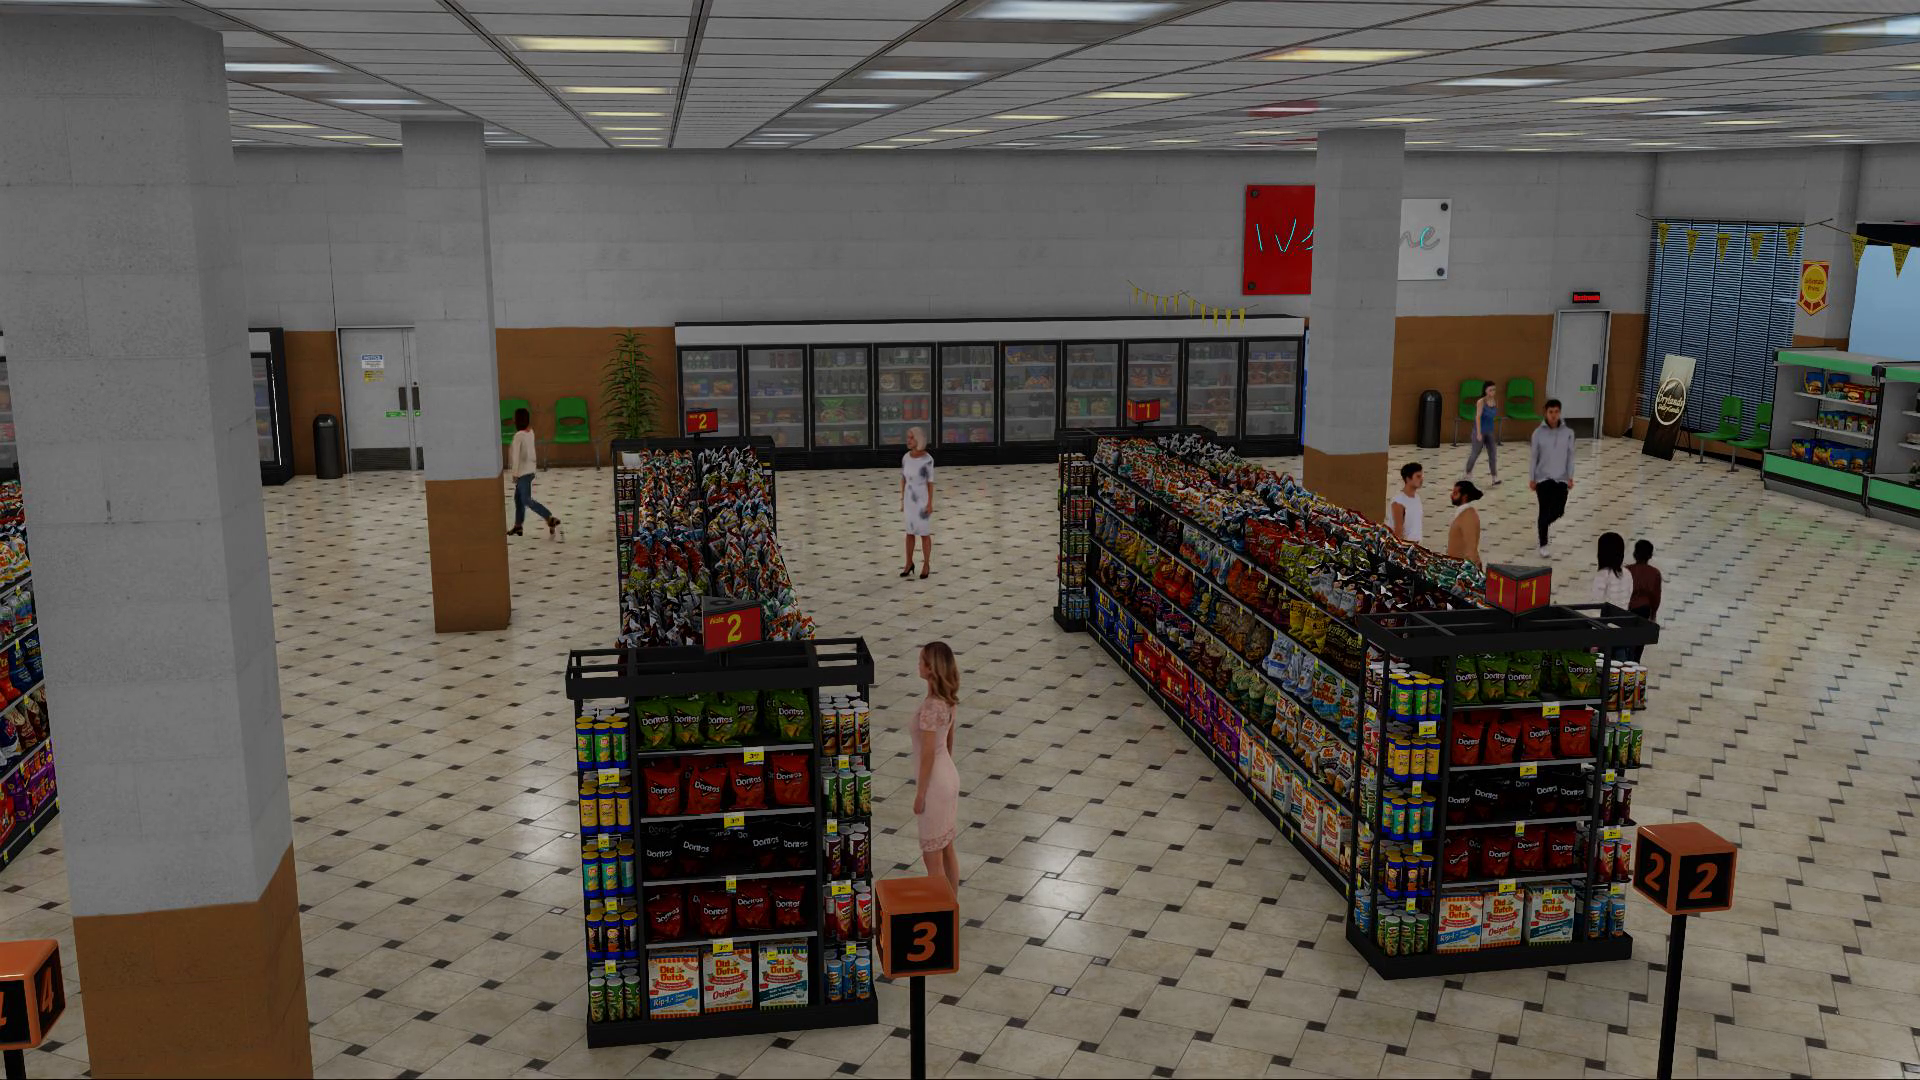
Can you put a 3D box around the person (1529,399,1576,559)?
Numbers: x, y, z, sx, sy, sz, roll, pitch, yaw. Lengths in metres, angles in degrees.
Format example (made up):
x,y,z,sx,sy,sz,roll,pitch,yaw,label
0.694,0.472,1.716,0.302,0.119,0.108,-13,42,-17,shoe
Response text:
x,y,z,sx,sy,sz,roll,pitch,yaw,label
7.123,-0.754,20.117,0.813,1.906,1.070,1,12,3,person

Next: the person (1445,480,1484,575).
x,y,z,sx,sy,sz,roll,pitch,yaw,label
4.762,0.319,15.453,0.948,1.729,0.957,4,12,17,person

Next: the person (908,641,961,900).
x,y,z,sx,sy,sz,roll,pitch,yaw,label
-0.125,1.475,9.715,0.704,1.830,0.601,5,13,22,person

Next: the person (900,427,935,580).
x,y,z,sx,sy,sz,roll,pitch,yaw,label
-0.483,-0.438,18.997,0.645,1.749,0.690,7,14,29,person

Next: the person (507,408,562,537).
x,y,z,sx,sy,sz,roll,pitch,yaw,label
-5.445,-0.829,21.076,0.925,1.657,1.042,2,12,12,person

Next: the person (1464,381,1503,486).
x,y,z,sx,sy,sz,roll,pitch,yaw,label
7.823,-1.604,24.970,0.726,1.571,1.052,-6,13,-27,person

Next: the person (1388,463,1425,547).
x,y,z,sx,sy,sz,roll,pitch,yaw,label
4.277,0.112,16.339,0.843,1.769,0.791,10,16,40,person

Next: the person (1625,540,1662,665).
x,y,z,sx,sy,sz,roll,pitch,yaw,label
6.176,0.629,15.165,0.671,1.241,0.758,3,12,14,person
